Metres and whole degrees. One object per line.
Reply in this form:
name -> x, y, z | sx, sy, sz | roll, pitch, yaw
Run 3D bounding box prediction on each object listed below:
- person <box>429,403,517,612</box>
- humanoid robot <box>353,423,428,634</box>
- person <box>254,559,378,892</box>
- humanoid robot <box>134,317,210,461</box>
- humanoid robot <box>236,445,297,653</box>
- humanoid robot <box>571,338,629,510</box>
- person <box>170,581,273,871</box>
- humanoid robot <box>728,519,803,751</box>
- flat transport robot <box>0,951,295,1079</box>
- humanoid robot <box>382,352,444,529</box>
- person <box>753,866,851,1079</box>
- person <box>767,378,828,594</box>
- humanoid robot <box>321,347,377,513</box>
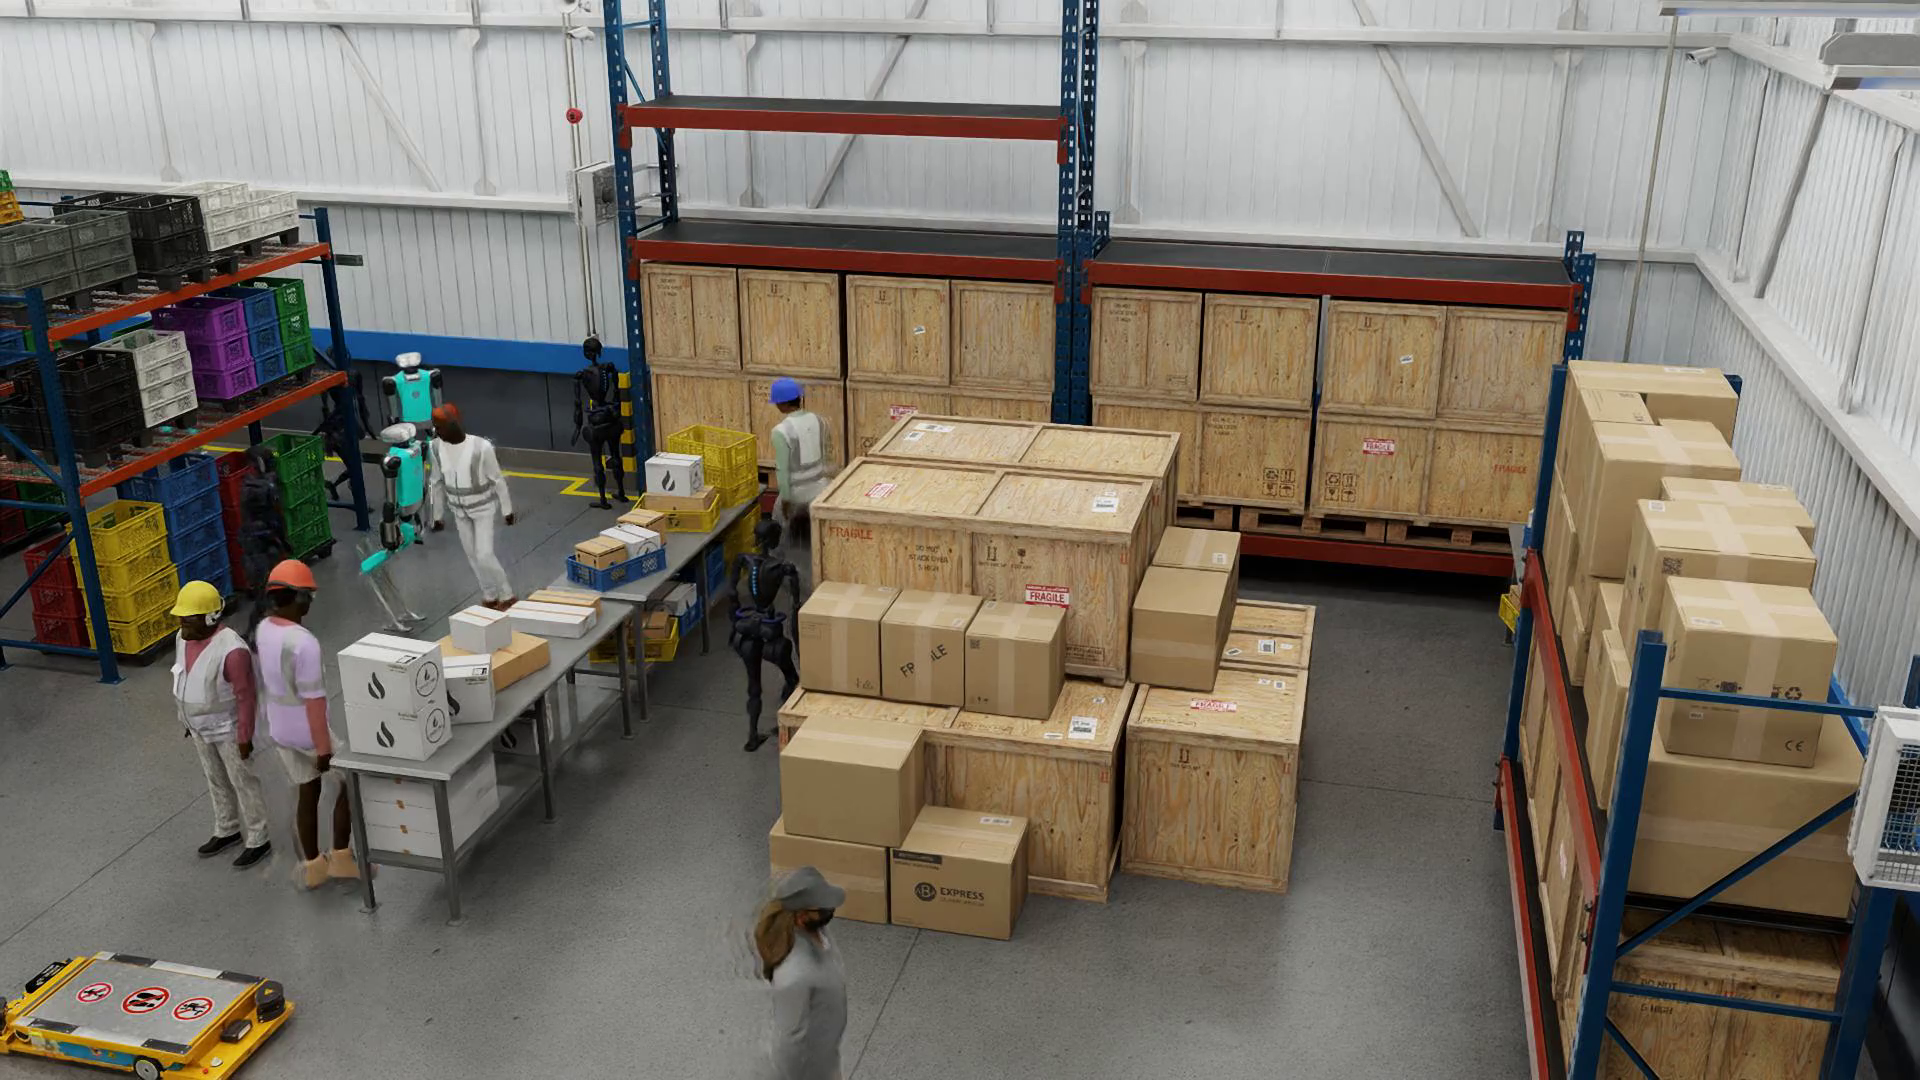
person -> -3.946, -0.240, 13.446 | 0.596, 1.855, 0.481 | 7, 22, 18
humanoid robot -> -4.539, -0.087, 13.144 | 0.740, 1.736, 0.530 | 5, 21, 12
person -> -3.822, 1.098, 9.768 | 0.666, 1.988, 0.532 | 16, 26, 36
humanoid robot -> -7.688, -1.243, 16.333 | 0.552, 1.802, 0.848 | -10, 23, -25
humanoid robot -> -5.457, 0.052, 12.954 | 0.437, 1.645, 0.609 | 3, 21, 7
humanoid robot -> -3.470, -1.129, 16.007 | 0.315, 1.657, 0.599 | 16, 26, 36
person -> -4.455, 1.100, 9.972 | 0.589, 1.837, 0.404 | 11, 24, 27
humanoid robot -> -1.338, 0.636, 11.418 | 0.608, 1.646, 0.463 | 9, 23, 22
flat transport robot -> -4.270, 2.464, 8.601 | 1.431, 0.231, 0.659 | 5, 22, 13
humanoid robot -> -5.022, -0.876, 15.432 | 0.547, 1.902, 0.774 | -9, 23, -23
person -> -0.722, 2.181, 7.247 | 0.533, 1.757, 0.567 | 0, 21, -1
person -> -1.409, -0.463, 13.987 | 1.025, 1.876, 0.648 | 16, 26, 36
humanoid robot -> -5.964, -1.087, 15.951 | 0.683, 1.630, 0.591 | 9, 23, 22
